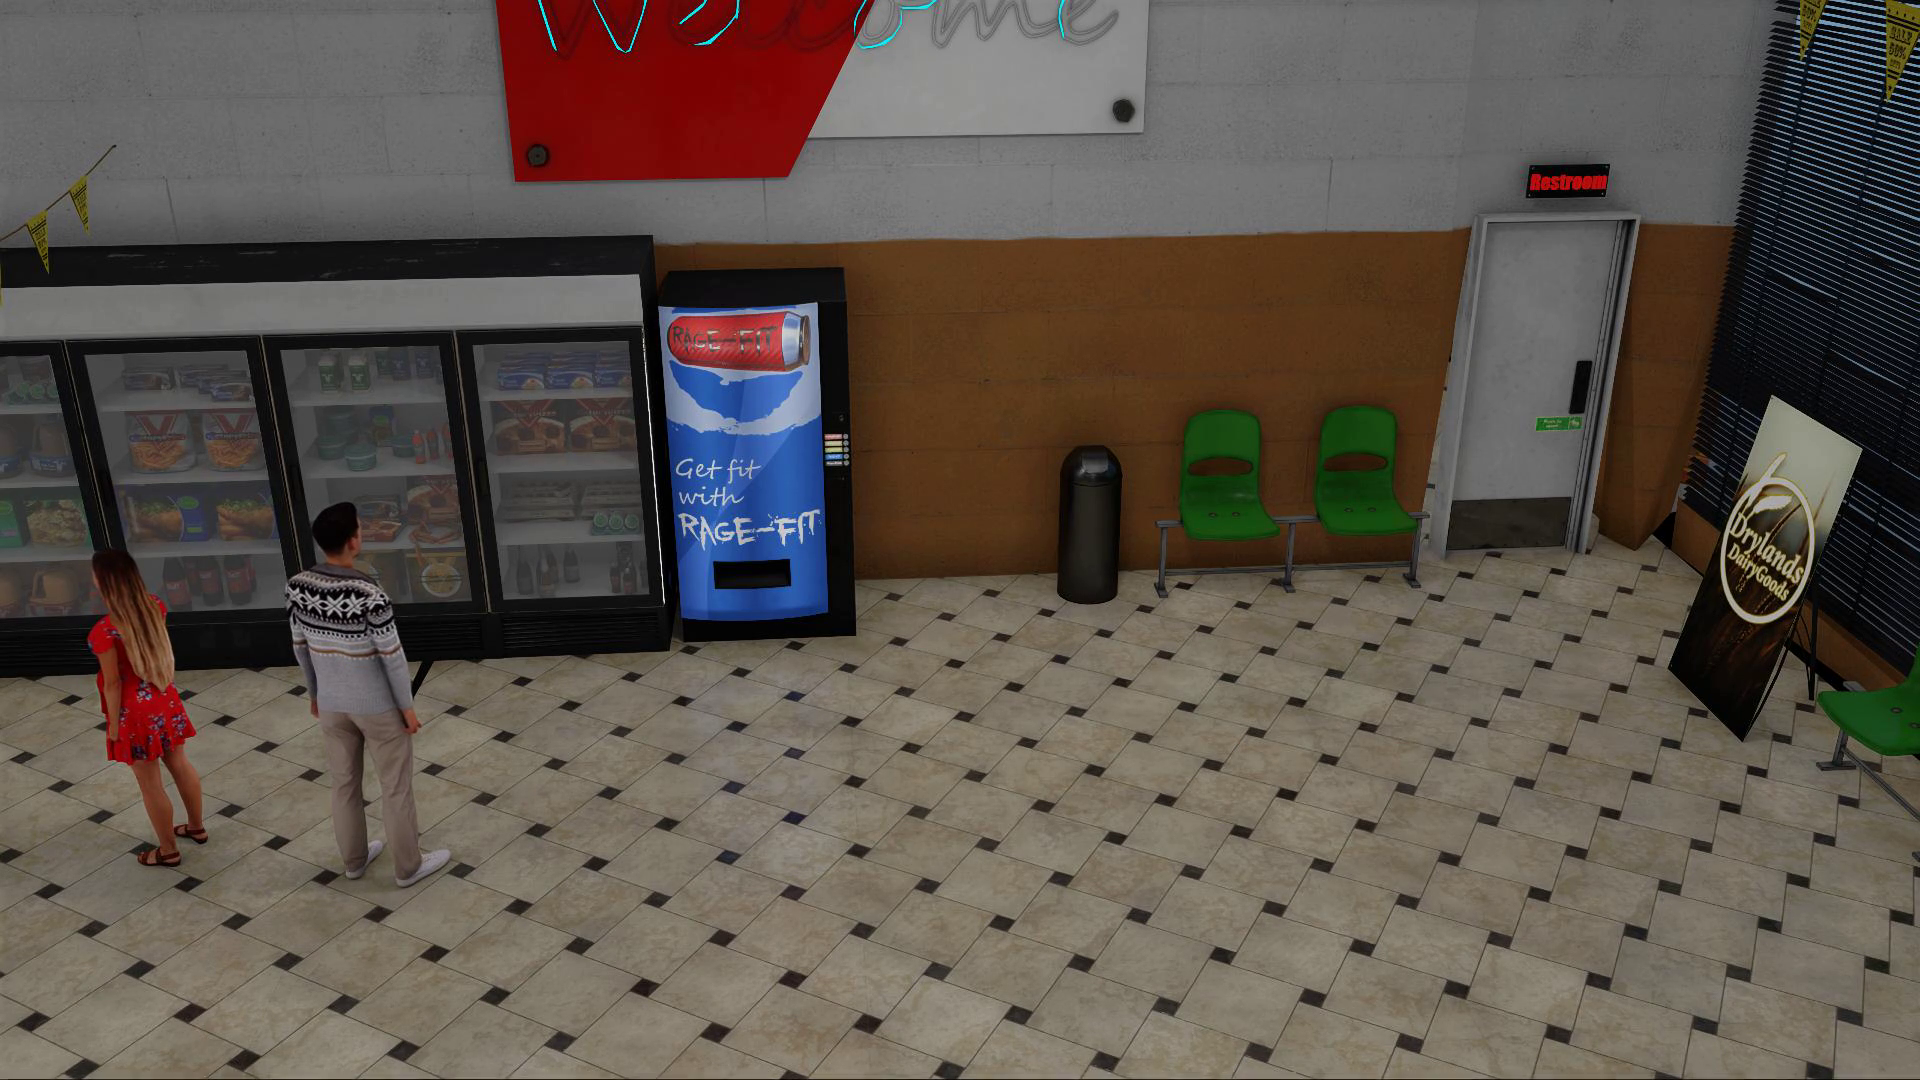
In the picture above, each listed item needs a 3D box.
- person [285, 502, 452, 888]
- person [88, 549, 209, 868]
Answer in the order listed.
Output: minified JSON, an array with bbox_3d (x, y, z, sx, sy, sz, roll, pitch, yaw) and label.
[{"bbox_3d":[-2.705,0.712,7.483,0.757,1.860,0.694,6,24,14],"label":"person"},{"bbox_3d":[-3.760,0.772,7.678,0.707,1.593,0.598,7,25,16],"label":"person"}]
